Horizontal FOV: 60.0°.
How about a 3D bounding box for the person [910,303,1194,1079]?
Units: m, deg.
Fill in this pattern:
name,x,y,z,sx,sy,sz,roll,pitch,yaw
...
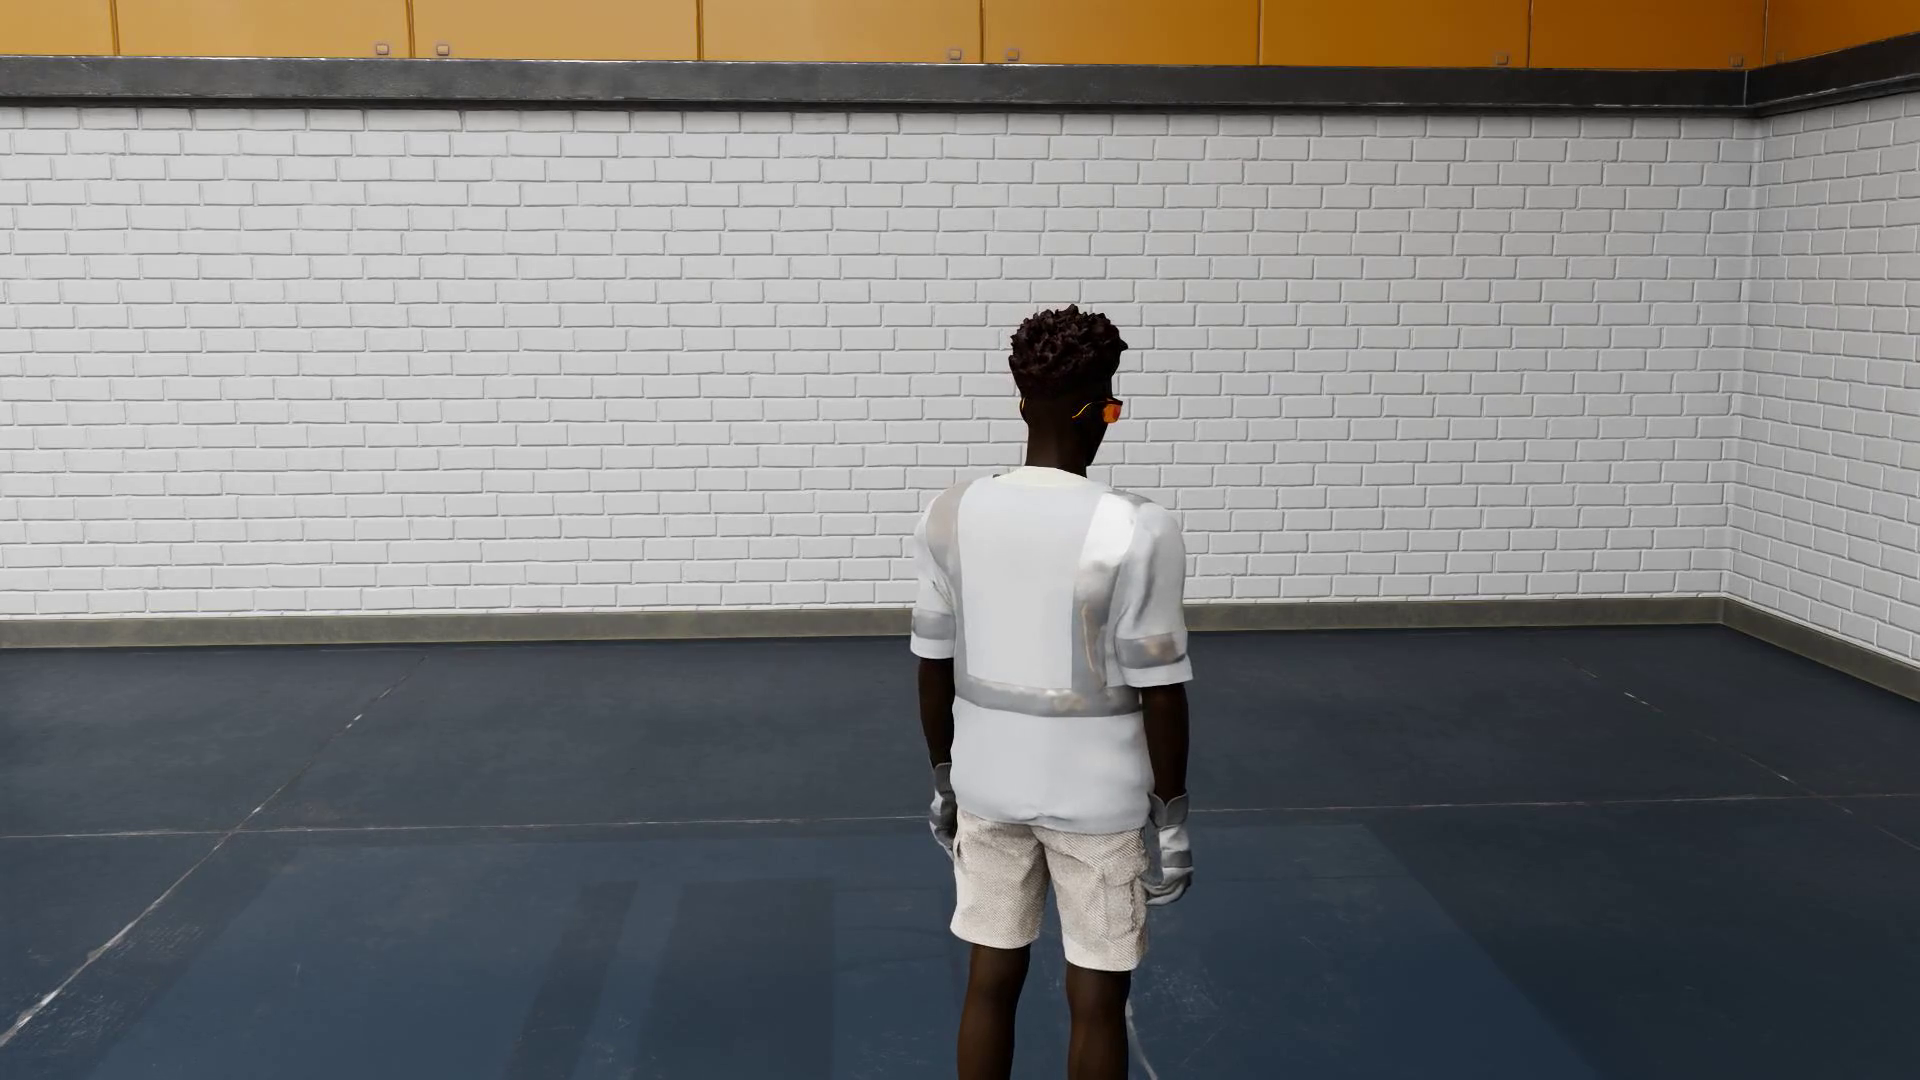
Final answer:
name,x,y,z,sx,sy,sz,roll,pitch,yaw
person,0.196,0.508,3.401,0.613,1.965,0.361,5,11,31
